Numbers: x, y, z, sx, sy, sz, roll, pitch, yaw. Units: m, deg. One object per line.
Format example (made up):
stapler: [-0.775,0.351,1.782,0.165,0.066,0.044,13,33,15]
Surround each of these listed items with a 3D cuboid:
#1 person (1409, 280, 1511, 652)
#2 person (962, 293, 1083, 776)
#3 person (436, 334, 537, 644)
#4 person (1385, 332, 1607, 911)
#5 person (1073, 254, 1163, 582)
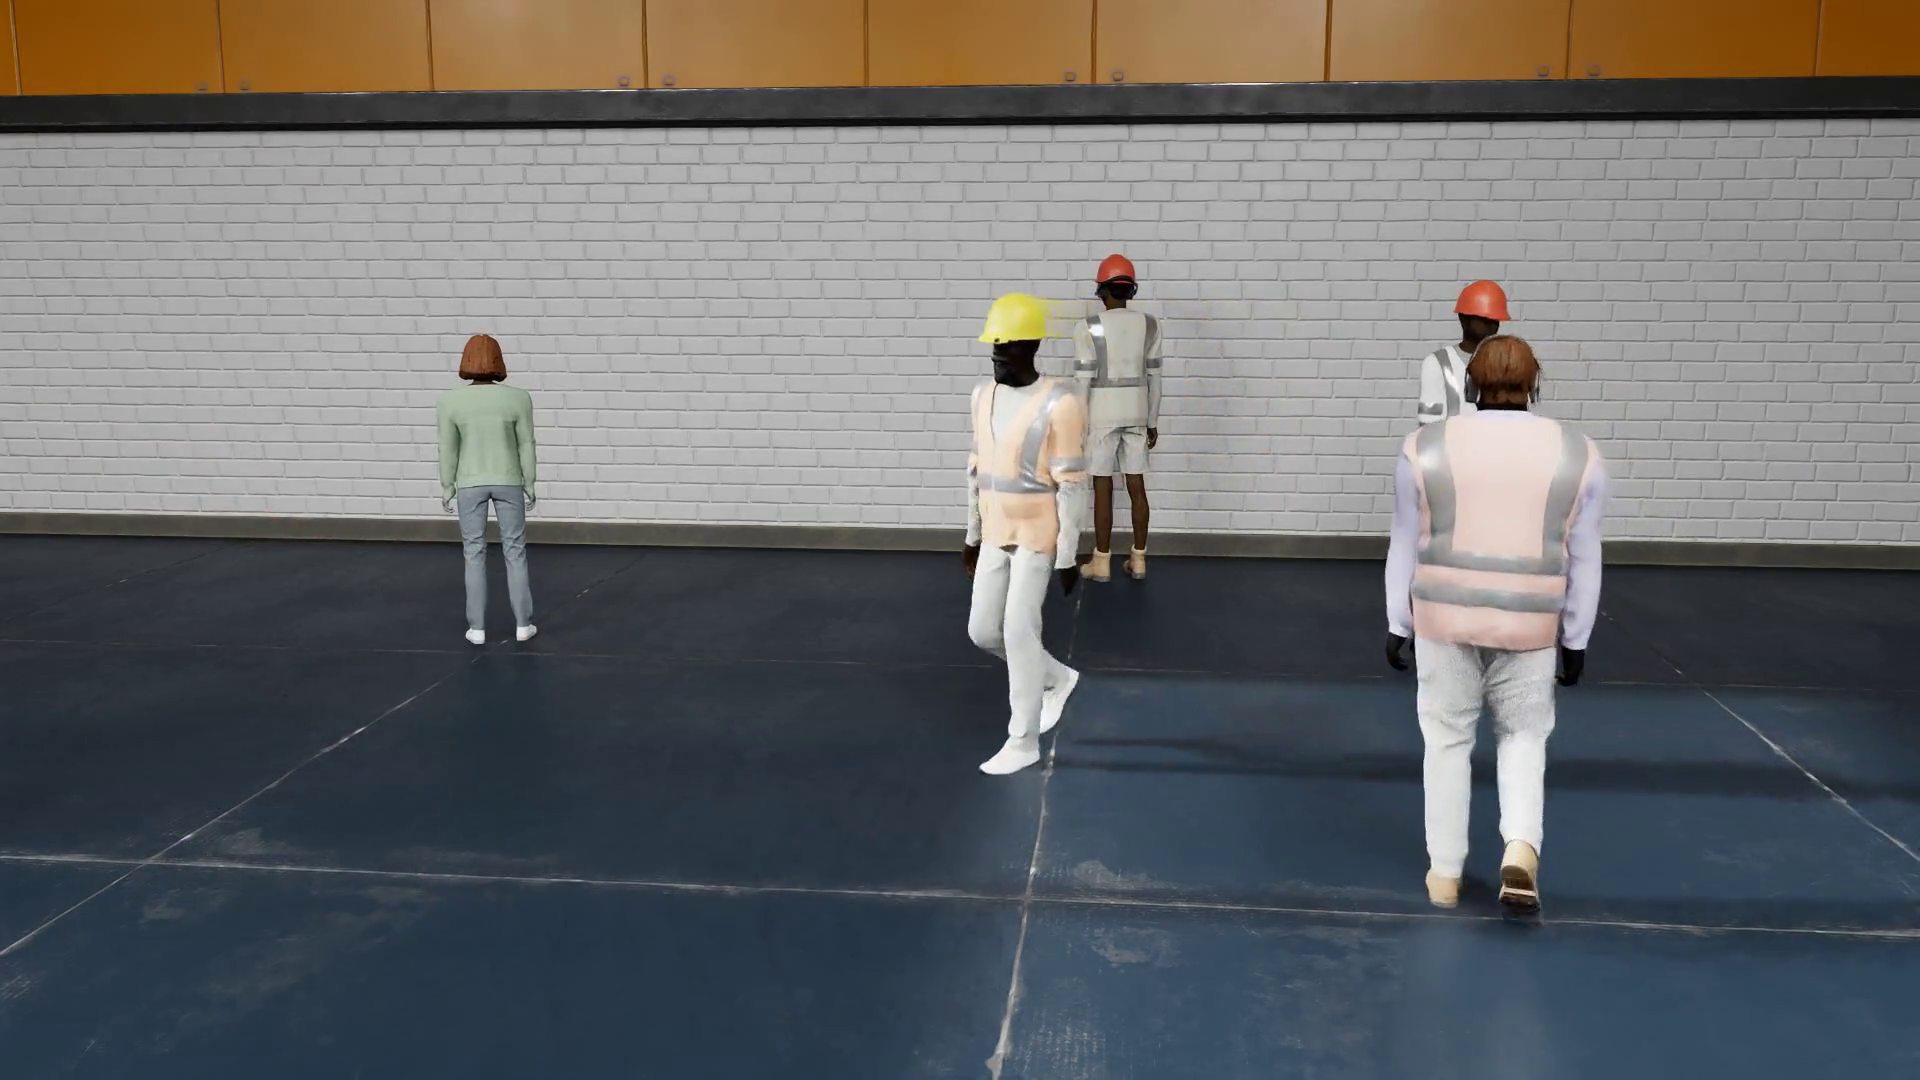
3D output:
person: [2.561,-0.338,8.382,0.545,1.929,0.393,-3,10,-15]
person: [0.286,-0.031,6.657,0.556,1.909,0.604,-8,13,-38]
person: [-2.489,-0.265,8.789,0.501,1.633,0.285,-3,10,-14]
person: [1.636,0.278,5.153,0.632,1.829,0.520,2,10,13]
person: [0.968,-0.757,10.435,0.605,2.045,0.378,-3,10,-19]
